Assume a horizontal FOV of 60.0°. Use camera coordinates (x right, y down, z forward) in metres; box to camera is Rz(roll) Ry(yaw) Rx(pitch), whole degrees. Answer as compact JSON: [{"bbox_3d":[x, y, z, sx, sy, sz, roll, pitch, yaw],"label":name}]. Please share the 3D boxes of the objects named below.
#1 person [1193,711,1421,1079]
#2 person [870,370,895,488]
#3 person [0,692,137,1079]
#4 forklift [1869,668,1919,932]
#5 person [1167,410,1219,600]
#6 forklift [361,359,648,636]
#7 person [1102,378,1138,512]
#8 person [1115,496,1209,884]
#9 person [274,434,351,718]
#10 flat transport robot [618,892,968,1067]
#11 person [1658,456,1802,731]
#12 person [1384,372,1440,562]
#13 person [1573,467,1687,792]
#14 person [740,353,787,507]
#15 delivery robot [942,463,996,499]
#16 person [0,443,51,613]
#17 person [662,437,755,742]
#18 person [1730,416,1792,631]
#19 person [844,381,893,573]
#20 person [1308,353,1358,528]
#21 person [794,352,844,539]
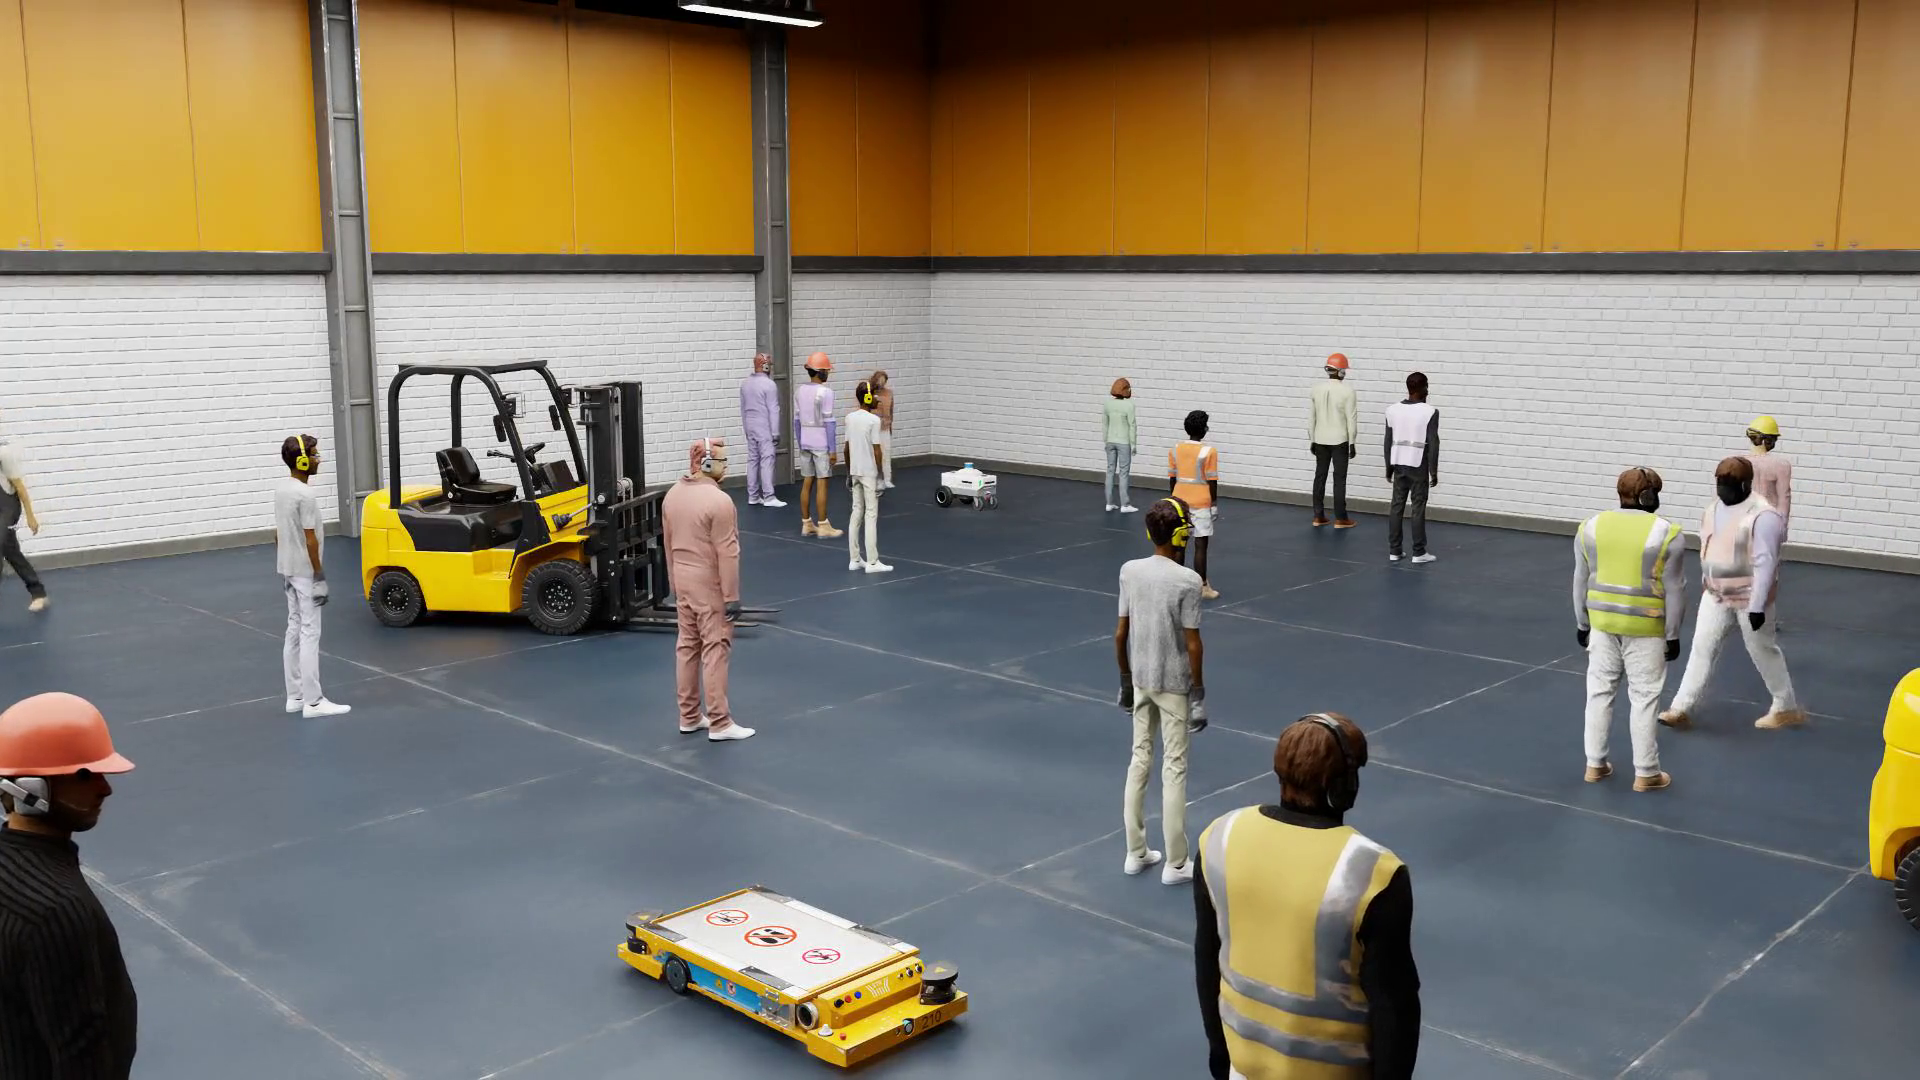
[{"bbox_3d":[0.897,1.343,4.285,0.430,1.845,0.624,-9,13,-43],"label":"person"},{"bbox_3d":[-1.174,-1.521,22.585,0.534,1.599,0.780,-6,11,-33],"label":"person"},{"bbox_3d":[-2.085,1.335,3.881,0.392,1.991,0.613,-9,13,-43],"label":"person"},{"bbox_3d":[5.205,0.723,7.013,2.313,2.155,1.214,9,13,43],"label":"forklift"},{"bbox_3d":[2.091,-0.314,14.885,0.322,1.696,0.535,-9,13,-43],"label":"person"},{"bbox_3d":[-3.850,-0.407,13.936,2.313,2.155,1.214,2,9,11],"label":"forklift"},{"bbox_3d":[1.946,-1.154,20.228,0.286,1.633,0.500,-9,13,-43],"label":"person"},{"bbox_3d":[0.979,0.717,8.037,0.336,1.873,0.521,-9,13,-43],"label":"person"},{"bbox_3d":[-4.333,0.233,11.006,0.336,1.873,0.521,-9,13,-43],"label":"person"},{"bbox_3d":[-0.708,1.722,6.767,1.431,0.197,0.652,9,13,43],"label":"flat transport robot"},{"bbox_3d":[4.944,0.352,10.550,0.986,1.788,0.661,-3,10,-18],"label":"person"},{"bbox_3d":[4.546,-0.730,16.774,0.399,1.916,0.590,-9,13,-43],"label":"person"},{"bbox_3d":[3.808,0.501,9.463,0.430,1.841,0.624,-9,13,-43],"label":"person"},{"bbox_3d":[-2.441,-1.363,20.675,0.400,1.910,0.643,-9,13,-43],"label":"person"},{"bbox_3d":[0.111,-0.710,20.525,0.707,0.478,0.477,9,13,43],"label":"delivery robot"},{"bbox_3d":[-8.081,-0.202,13.983,0.580,1.781,0.970,3,10,20],"label":"person"},{"bbox_3d":[-1.579,0.307,10.456,0.400,1.905,0.643,-9,13,-43],"label":"person"},{"bbox_3d":[6.486,-0.130,13.558,0.329,1.765,0.525,-9,13,-43],"label":"person"},{"bbox_3d":[-0.917,-0.614,16.231,0.336,1.862,0.521,-9,13,-43],"label":"person"},{"bbox_3d":[4.271,-1.137,19.019,0.390,1.995,0.613,-9,13,-43],"label":"person"},{"bbox_3d":[-1.558,-1.041,18.283,0.392,2.045,0.608,-9,13,-43],"label":"person"}]
